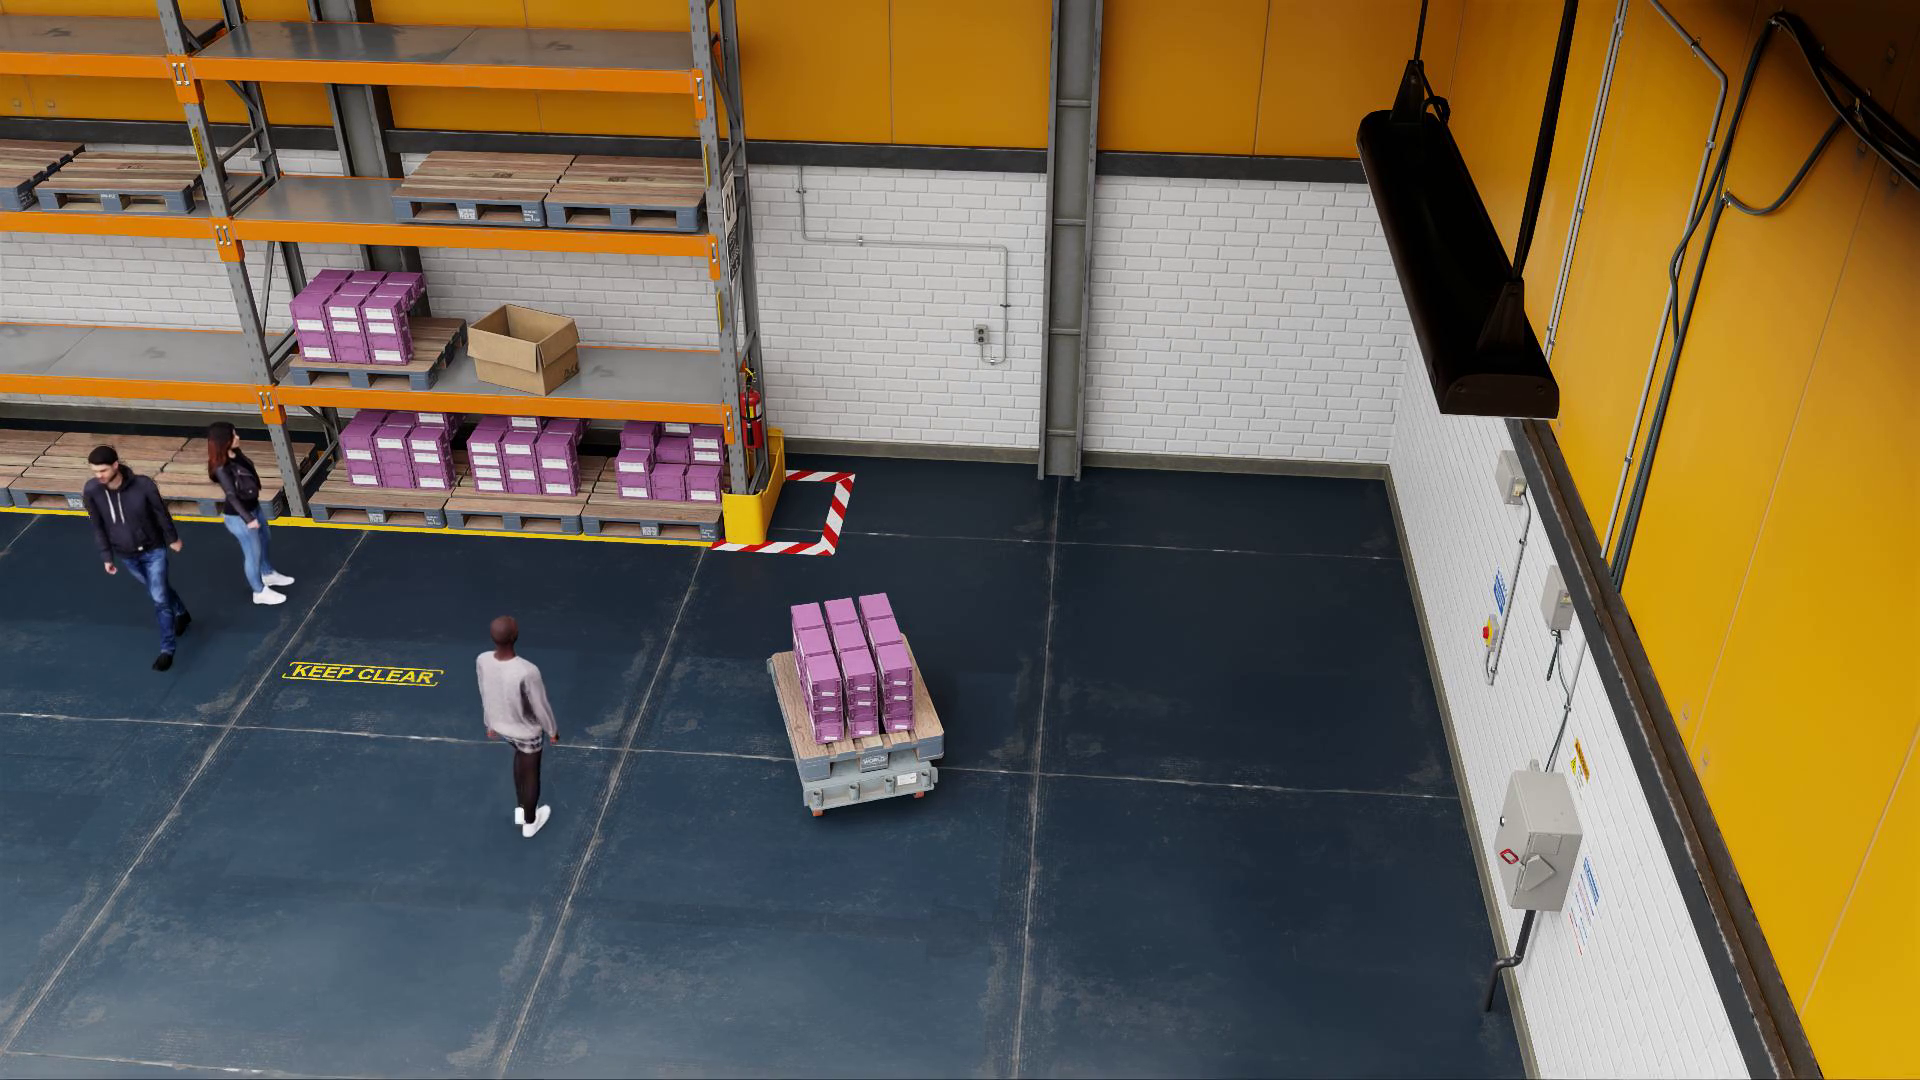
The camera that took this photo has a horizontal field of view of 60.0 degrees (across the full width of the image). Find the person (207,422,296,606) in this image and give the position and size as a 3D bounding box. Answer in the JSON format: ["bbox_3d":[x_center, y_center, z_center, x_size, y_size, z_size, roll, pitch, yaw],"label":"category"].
[{"bbox_3d":[-5.747,-0.213,13.273,0.654,1.633,0.698,-4,34,-6],"label":"person"}]

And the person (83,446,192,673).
[{"bbox_3d":[-6.238,0.015,12.741,1.085,1.842,0.822,0,34,-1],"label":"person"}]

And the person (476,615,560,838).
[{"bbox_3d":[-2.948,1.277,10.911,0.615,1.766,0.767,12,36,18],"label":"person"}]
